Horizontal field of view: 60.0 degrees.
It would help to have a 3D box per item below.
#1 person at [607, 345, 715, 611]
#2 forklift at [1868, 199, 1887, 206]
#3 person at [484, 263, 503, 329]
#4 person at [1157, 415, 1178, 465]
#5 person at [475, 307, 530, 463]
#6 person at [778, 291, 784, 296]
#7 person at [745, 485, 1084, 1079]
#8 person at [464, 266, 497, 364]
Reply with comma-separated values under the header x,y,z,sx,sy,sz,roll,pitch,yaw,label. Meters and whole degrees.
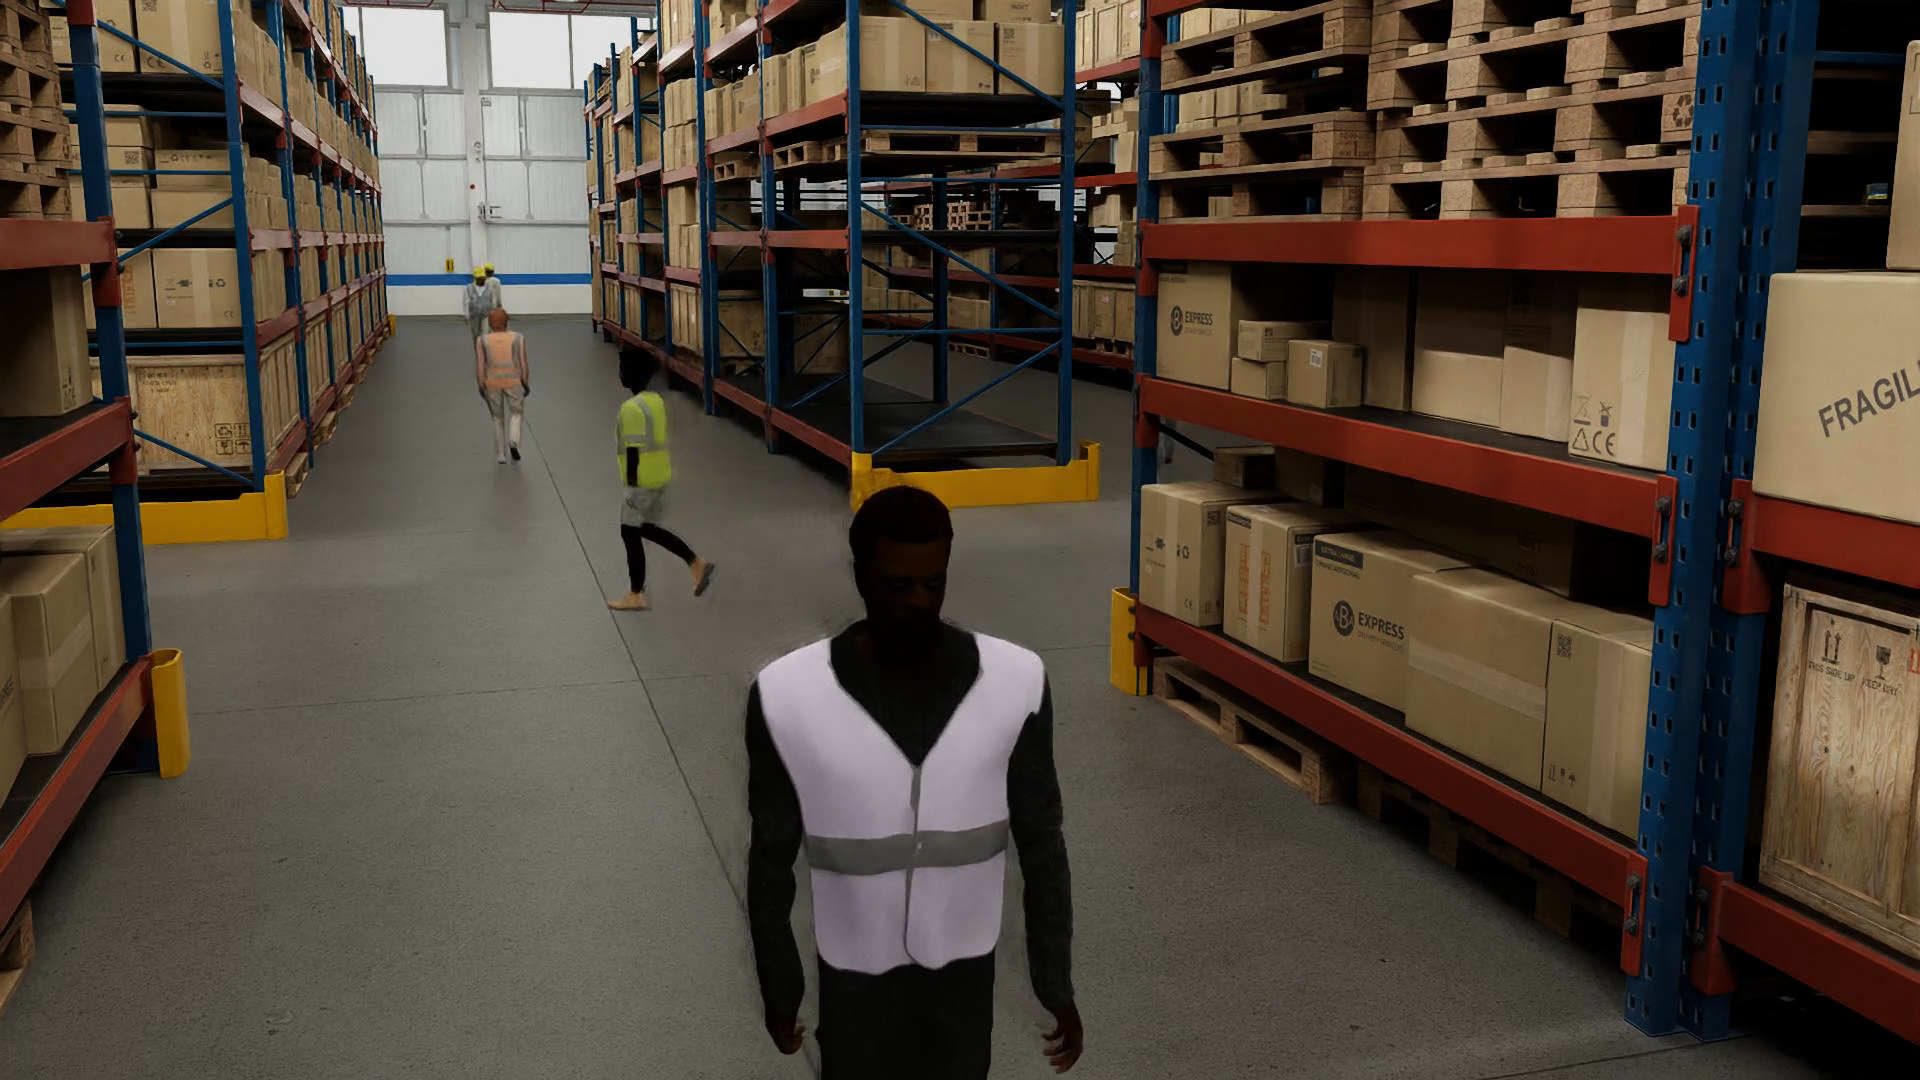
x,y,z,sx,sy,sz,roll,pitch,yaw,label
-1.911,-0.380,10.455,0.582,1.684,0.540,1,10,7,person
11.338,-2.915,21.052,1.129,2.768,1.873,-3,11,-17,forklift
-10.562,-5.358,37.514,0.553,1.750,0.372,2,11,12,person
2.113,-1.547,17.015,0.511,1.613,0.550,1,10,6,person
-4.754,-1.607,17.312,0.541,1.625,0.369,-3,11,-16,person
-4.192,-5.615,38.588,0.548,1.896,0.990,-7,13,-35,person
-0.083,0.839,3.181,0.605,1.899,0.617,-3,11,-16,person
-8.946,-4.201,31.043,0.592,1.813,0.768,-2,11,-13,person
